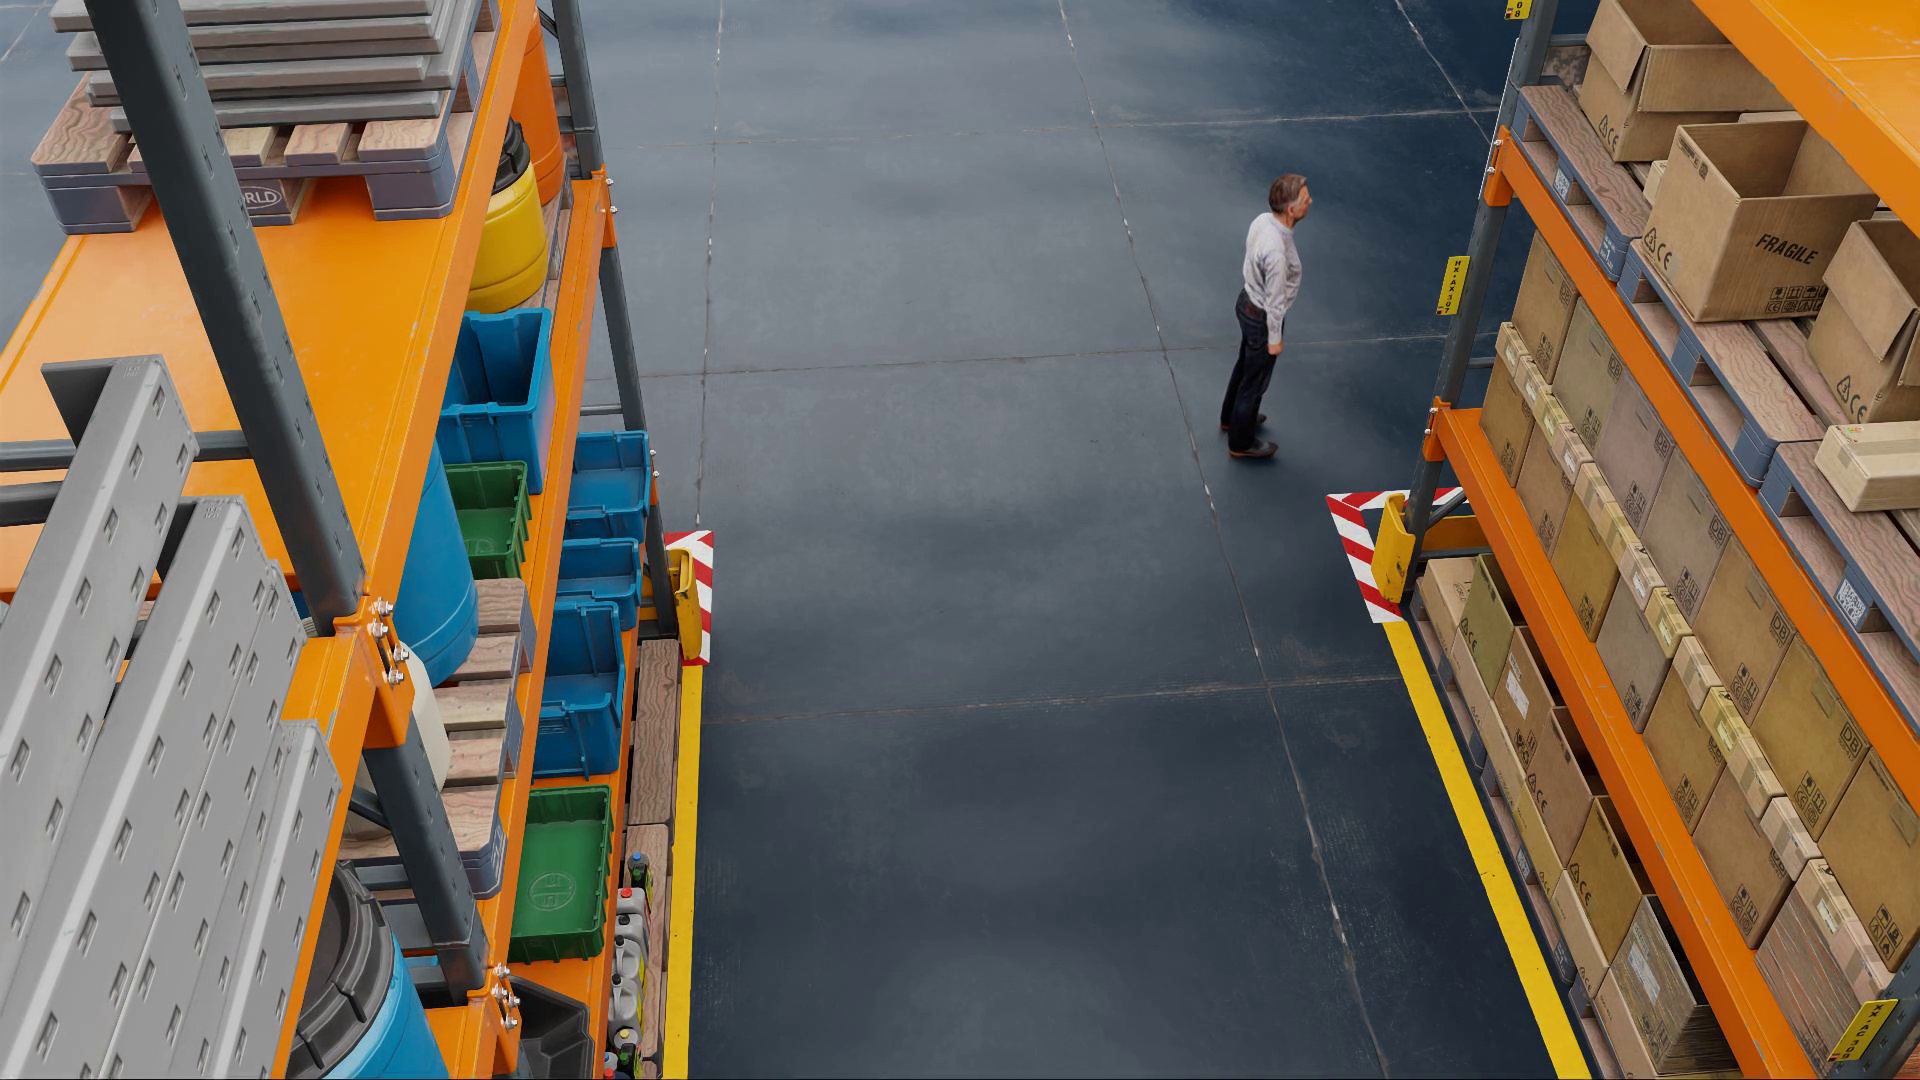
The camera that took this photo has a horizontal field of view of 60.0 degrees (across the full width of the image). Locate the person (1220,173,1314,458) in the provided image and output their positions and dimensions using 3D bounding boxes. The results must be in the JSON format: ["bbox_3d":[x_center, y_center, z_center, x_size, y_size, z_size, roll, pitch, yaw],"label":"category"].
[{"bbox_3d":[1.749,-1.307,9.613,0.707,1.816,0.501,-1,42,-1],"label":"person"}]
